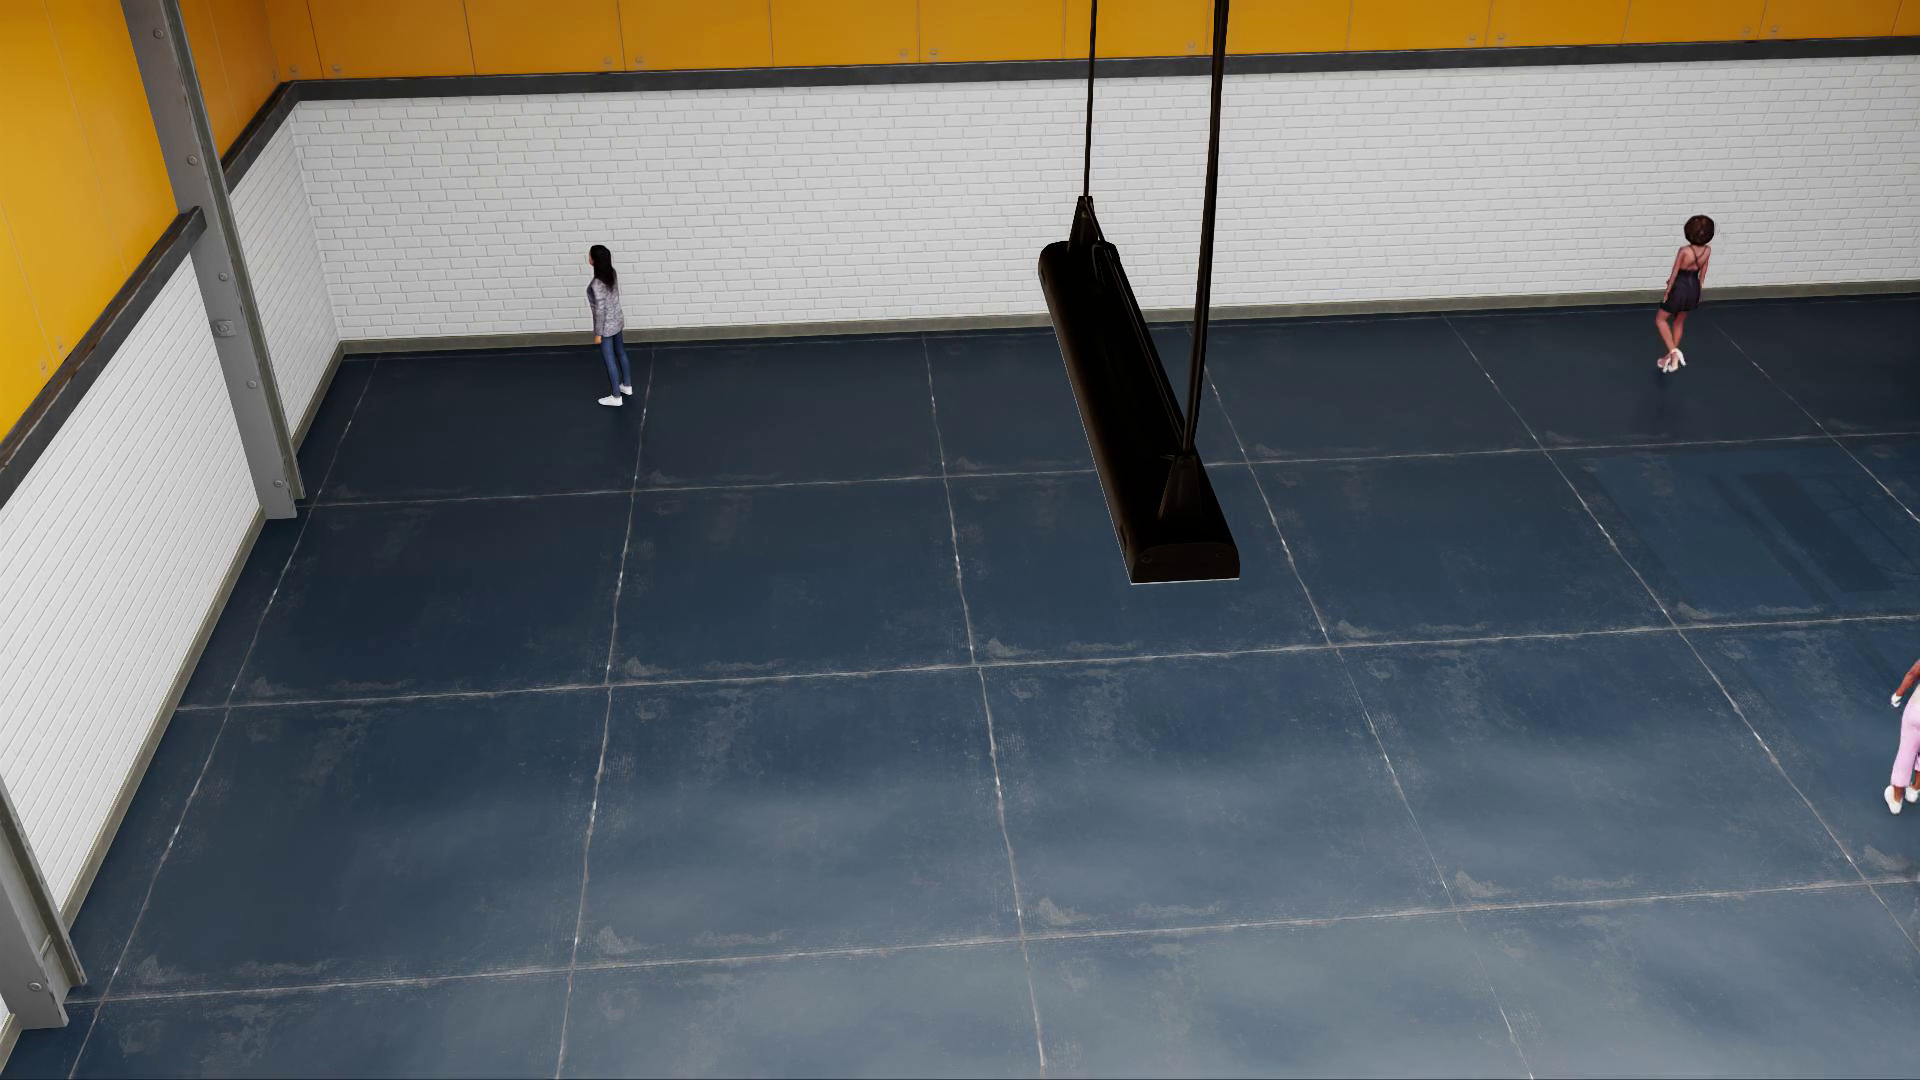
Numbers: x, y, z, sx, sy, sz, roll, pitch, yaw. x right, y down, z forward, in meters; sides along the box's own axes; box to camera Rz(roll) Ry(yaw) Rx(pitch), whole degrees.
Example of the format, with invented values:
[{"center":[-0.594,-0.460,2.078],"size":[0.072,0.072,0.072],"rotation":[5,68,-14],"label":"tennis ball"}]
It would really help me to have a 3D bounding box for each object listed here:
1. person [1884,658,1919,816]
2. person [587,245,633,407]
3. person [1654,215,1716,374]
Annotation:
[{"center":[6.879,1.269,11.775],"size":[0.687,1.733,0.708],"rotation":[10,35,14],"label":"person"},{"center":[-3.592,-2.213,17.012],"size":[0.738,1.733,0.591],"rotation":[10,35,14],"label":"person"},{"center":[7.605,-2.520,17.432],"size":[0.604,1.780,0.803],"rotation":[-6,34,-9],"label":"person"}]
